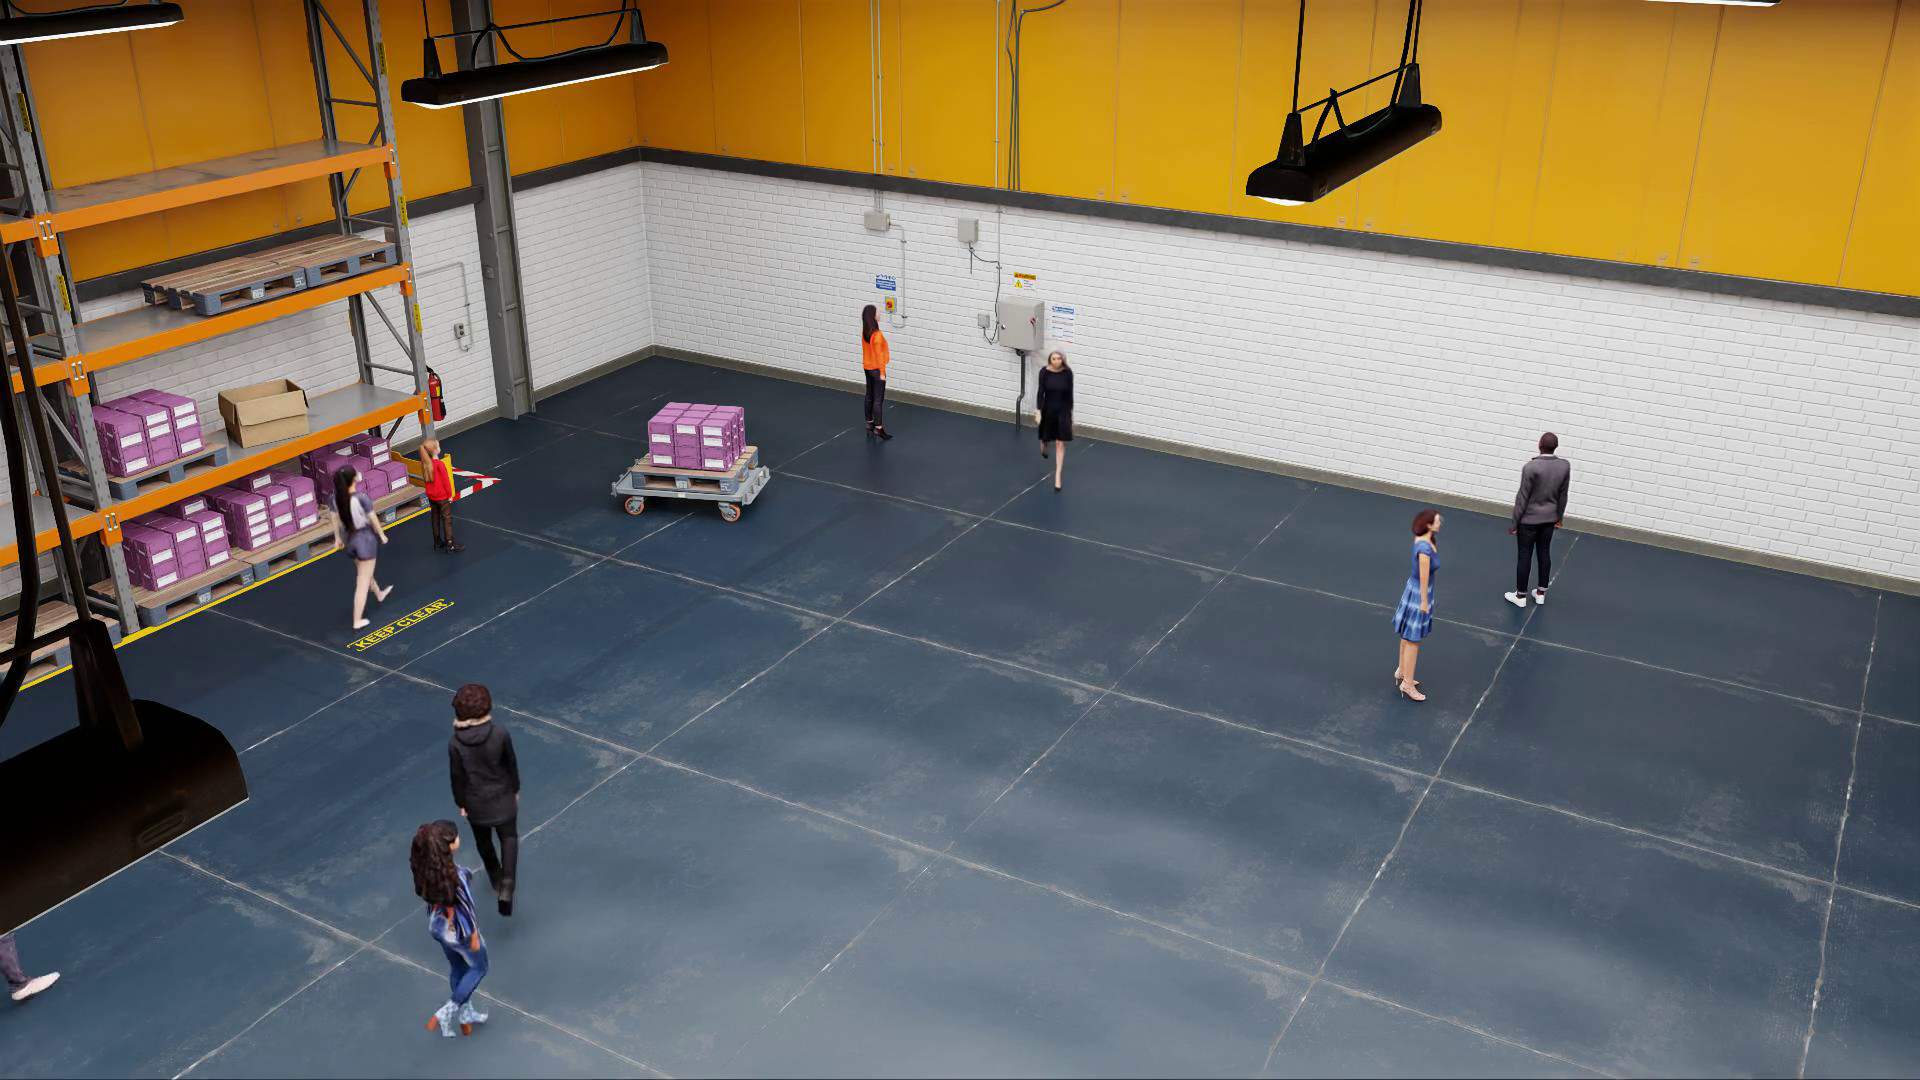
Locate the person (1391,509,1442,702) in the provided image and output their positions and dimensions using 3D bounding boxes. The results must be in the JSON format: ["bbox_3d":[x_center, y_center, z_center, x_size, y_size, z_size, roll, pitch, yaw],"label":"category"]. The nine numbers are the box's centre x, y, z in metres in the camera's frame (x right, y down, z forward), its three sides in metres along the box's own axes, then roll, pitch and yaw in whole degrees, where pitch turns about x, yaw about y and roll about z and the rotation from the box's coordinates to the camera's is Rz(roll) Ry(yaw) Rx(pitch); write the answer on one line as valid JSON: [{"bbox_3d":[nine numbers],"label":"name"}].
[{"bbox_3d":[4.098,0.556,14.843,0.806,1.805,0.660,2,24,5],"label":"person"}]

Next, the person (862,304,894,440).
[{"bbox_3d":[-1.085,-2.146,21.096,0.739,1.746,0.715,-12,26,-25],"label":"person"}]

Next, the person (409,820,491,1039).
[{"bbox_3d":[-3.268,2.523,10.585,0.675,1.610,0.728,18,29,35],"label":"person"}]

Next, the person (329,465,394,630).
[{"bbox_3d":[-5.868,0.097,16.130,0.715,1.614,1.047,8,25,18],"label":"person"}]

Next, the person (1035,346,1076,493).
[{"bbox_3d":[1.106,-1.478,19.600,0.953,1.720,1.100,-3,24,-7],"label":"person"}]

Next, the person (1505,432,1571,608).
[{"bbox_3d":[5.758,-0.205,16.568,0.795,1.816,0.831,-4,24,-10],"label":"person"}]

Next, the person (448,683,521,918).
[{"bbox_3d":[-3.360,1.867,11.897,1.061,1.763,1.123,-7,25,-15],"label":"person"}]

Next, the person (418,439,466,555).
[{"bbox_3d":[-5.605,-0.485,17.878,0.479,1.281,0.493,13,27,27],"label":"person"}]
